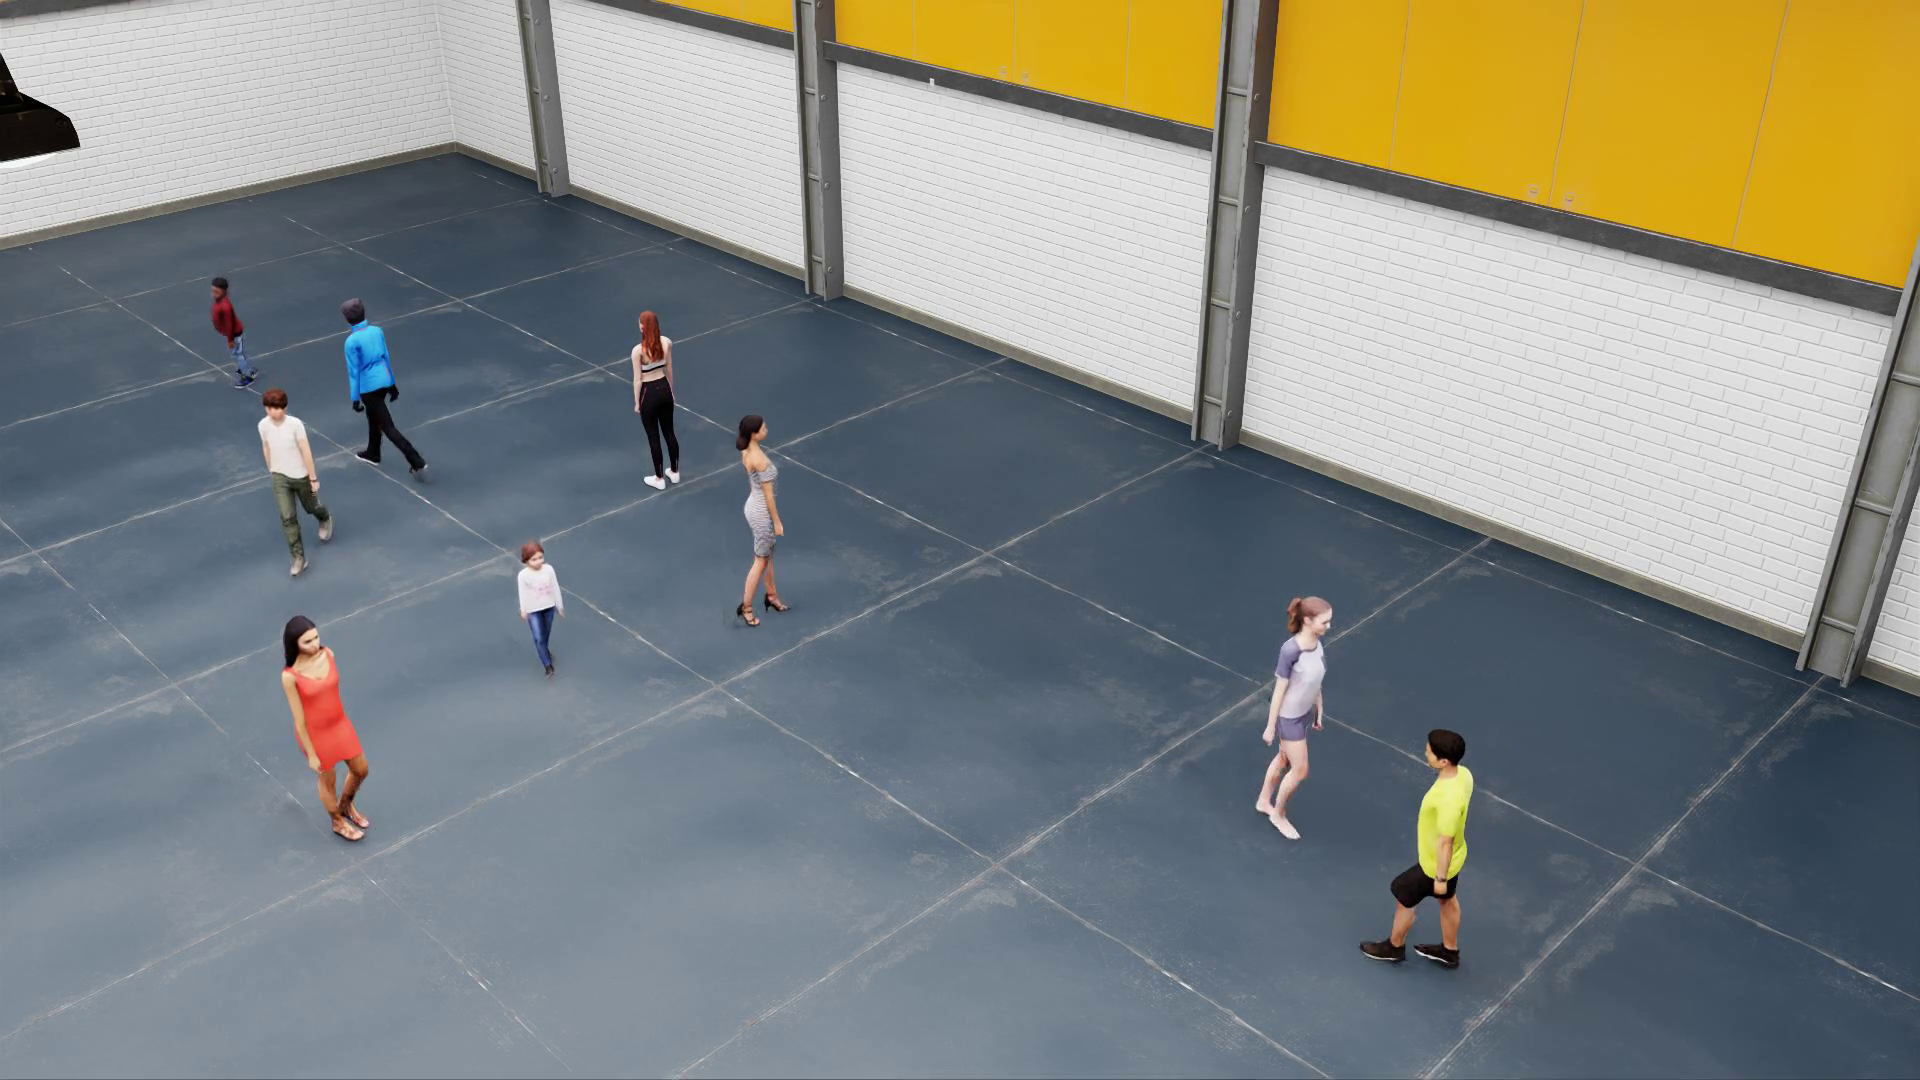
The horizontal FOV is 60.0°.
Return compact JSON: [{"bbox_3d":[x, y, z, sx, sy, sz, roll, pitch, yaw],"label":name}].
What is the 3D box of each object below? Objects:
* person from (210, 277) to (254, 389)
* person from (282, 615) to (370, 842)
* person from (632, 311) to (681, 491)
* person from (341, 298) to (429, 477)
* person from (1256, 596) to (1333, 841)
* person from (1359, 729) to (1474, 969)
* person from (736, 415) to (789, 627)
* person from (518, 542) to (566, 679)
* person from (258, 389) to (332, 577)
[{"bbox_3d":[-7.755,-2.241,17.759,0.772,1.233,0.566,-8,30,-15],"label":"person"},{"bbox_3d":[-4.218,1.243,10.878,0.649,1.706,0.654,15,32,26],"label":"person"},{"bbox_3d":[-2.835,-1.316,15.533,0.591,1.742,0.521,-24,36,-36],"label":"person"},{"bbox_3d":[-5.436,-1.393,15.652,1.264,1.762,0.934,12,31,21],"label":"person"},{"bbox_3d":[2.142,1.119,11.062,0.646,1.748,0.617,25,37,38],"label":"person"},{"bbox_3d":[2.904,1.861,9.769,0.930,1.684,0.825,12,31,22],"label":"person"},{"bbox_3d":[-1.635,-0.150,13.315,0.807,1.819,0.752,-8,30,-15],"label":"person"},{"bbox_3d":[-3.282,0.486,12.915,0.534,1.086,0.767,-18,33,-29],"label":"person"},{"bbox_3d":[-5.706,-0.572,14.291,1.032,1.625,1.119,-2,29,-3],"label":"person"}]
